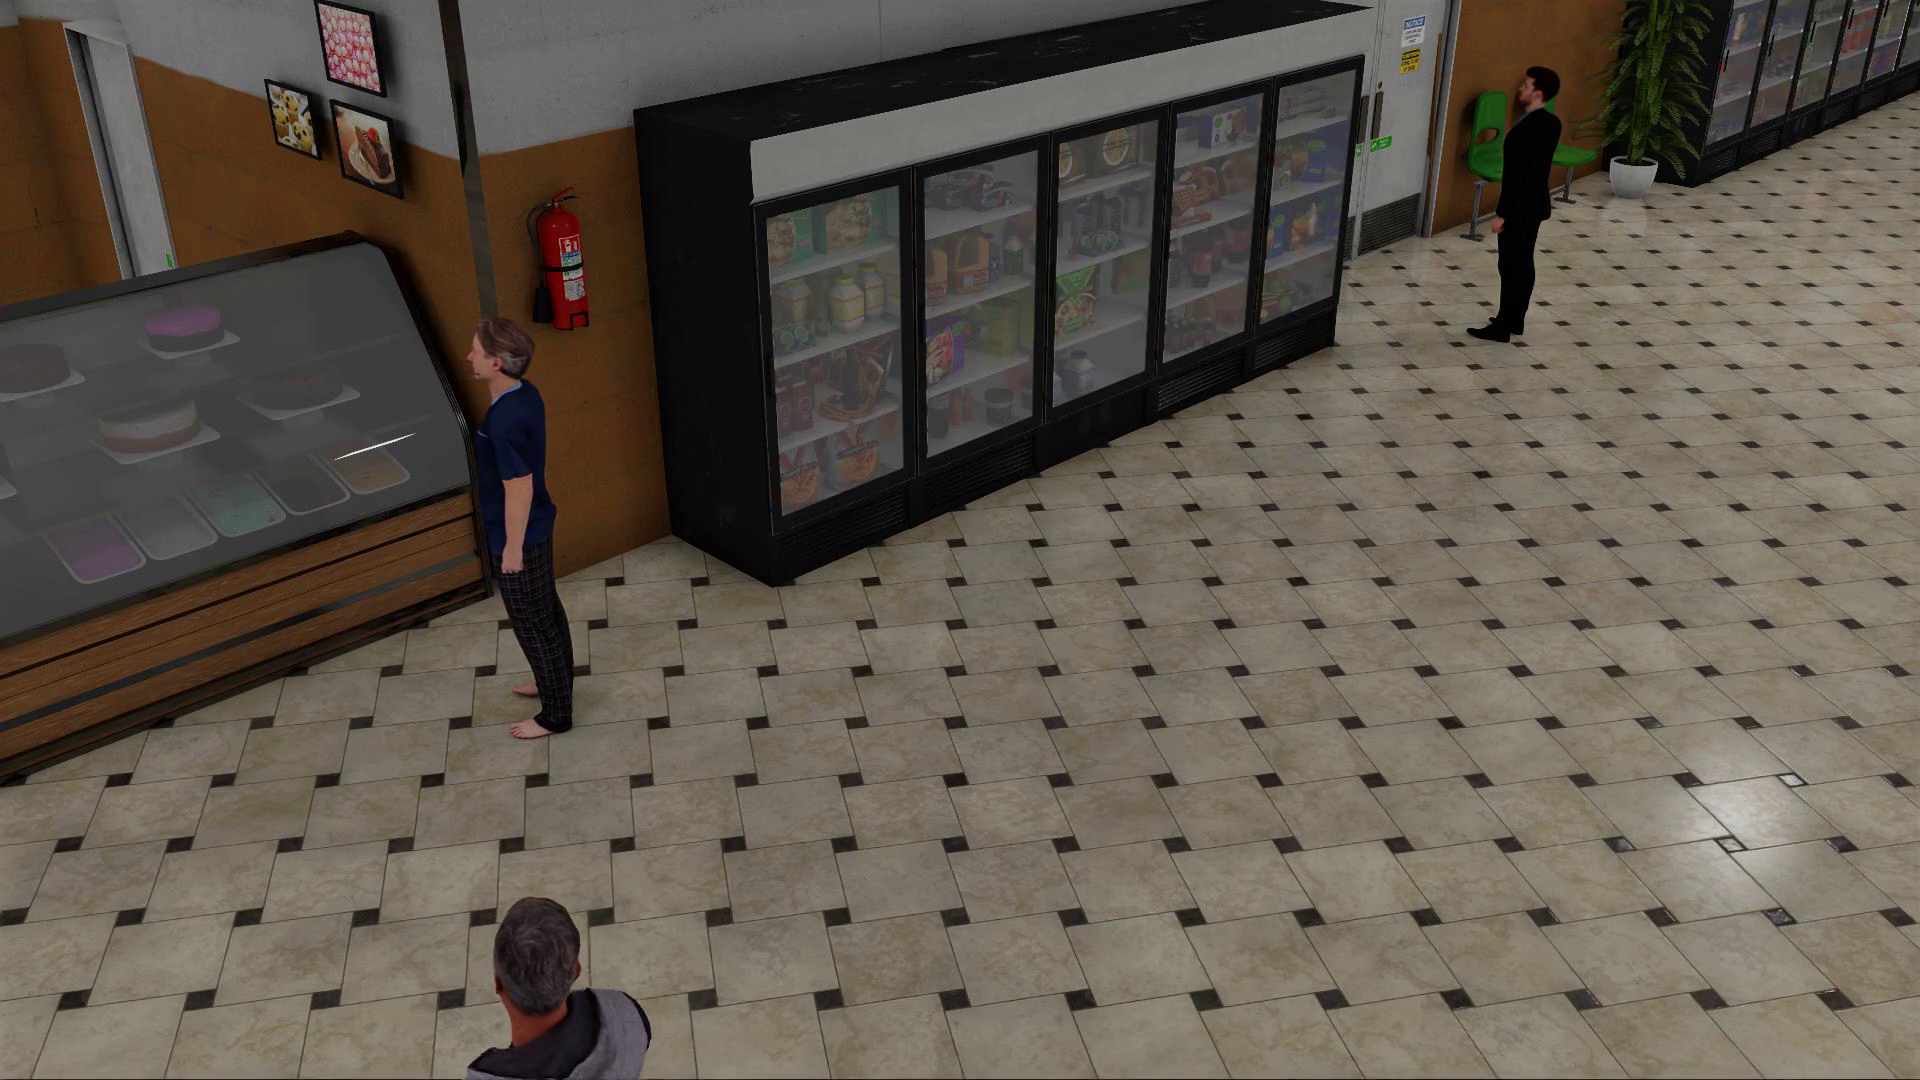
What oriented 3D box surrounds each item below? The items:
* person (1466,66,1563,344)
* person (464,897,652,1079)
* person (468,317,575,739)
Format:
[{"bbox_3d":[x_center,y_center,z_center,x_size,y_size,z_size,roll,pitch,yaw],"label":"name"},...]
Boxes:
[{"bbox_3d":[3.887,-2.311,11.490,0.671,1.896,0.581,-24,35,-39],"label":"person"},{"bbox_3d":[-0.839,1.644,3.788,0.693,1.807,0.700,21,33,35],"label":"person"},{"bbox_3d":[-1.857,-0.050,7.058,0.796,1.872,0.698,-4,27,-7],"label":"person"}]
